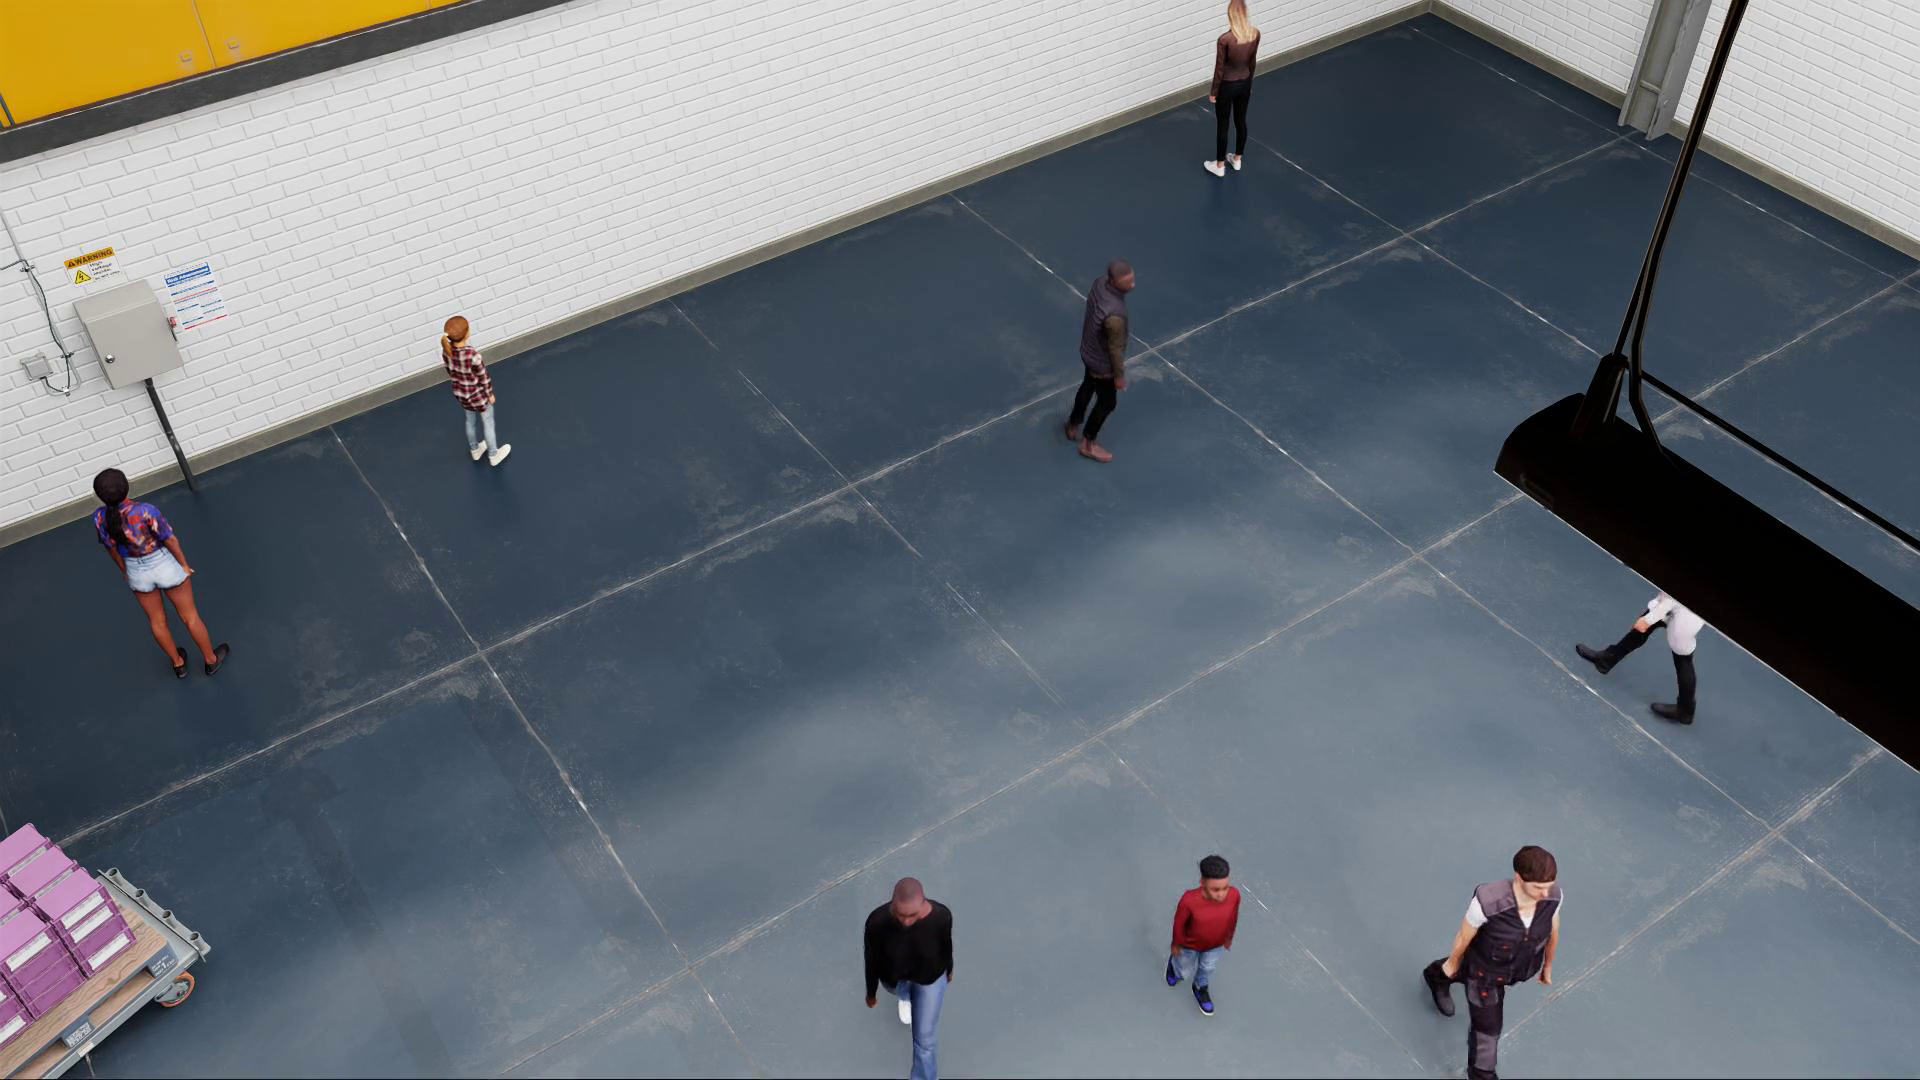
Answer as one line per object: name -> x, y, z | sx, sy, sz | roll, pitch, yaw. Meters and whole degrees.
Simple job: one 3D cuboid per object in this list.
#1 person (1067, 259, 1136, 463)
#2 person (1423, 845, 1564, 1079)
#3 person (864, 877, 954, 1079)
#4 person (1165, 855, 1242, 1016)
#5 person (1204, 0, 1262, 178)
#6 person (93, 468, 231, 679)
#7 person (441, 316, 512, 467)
person -> 1.003, -1.375, 12.307 | 0.999, 1.812, 0.744 | -16, 46, -16
person -> 2.744, 2.116, 8.649 | 0.925, 1.805, 1.282 | -12, 45, -12
person -> -0.263, 2.188, 8.646 | 1.038, 1.703, 1.250 | -1, 44, -2
person -> 1.299, 2.102, 9.069 | 0.615, 1.245, 0.683 | -7, 44, -7
person -> 2.518, -4.164, 15.315 | 0.627, 1.702, 0.549 | -19, 47, -19
person -> -5.185, 0.210, 10.694 | 0.667, 1.743, 0.664 | -5, 44, -6
person -> -3.639, -1.113, 12.400 | 0.568, 1.304, 0.661 | 21, 47, 20
